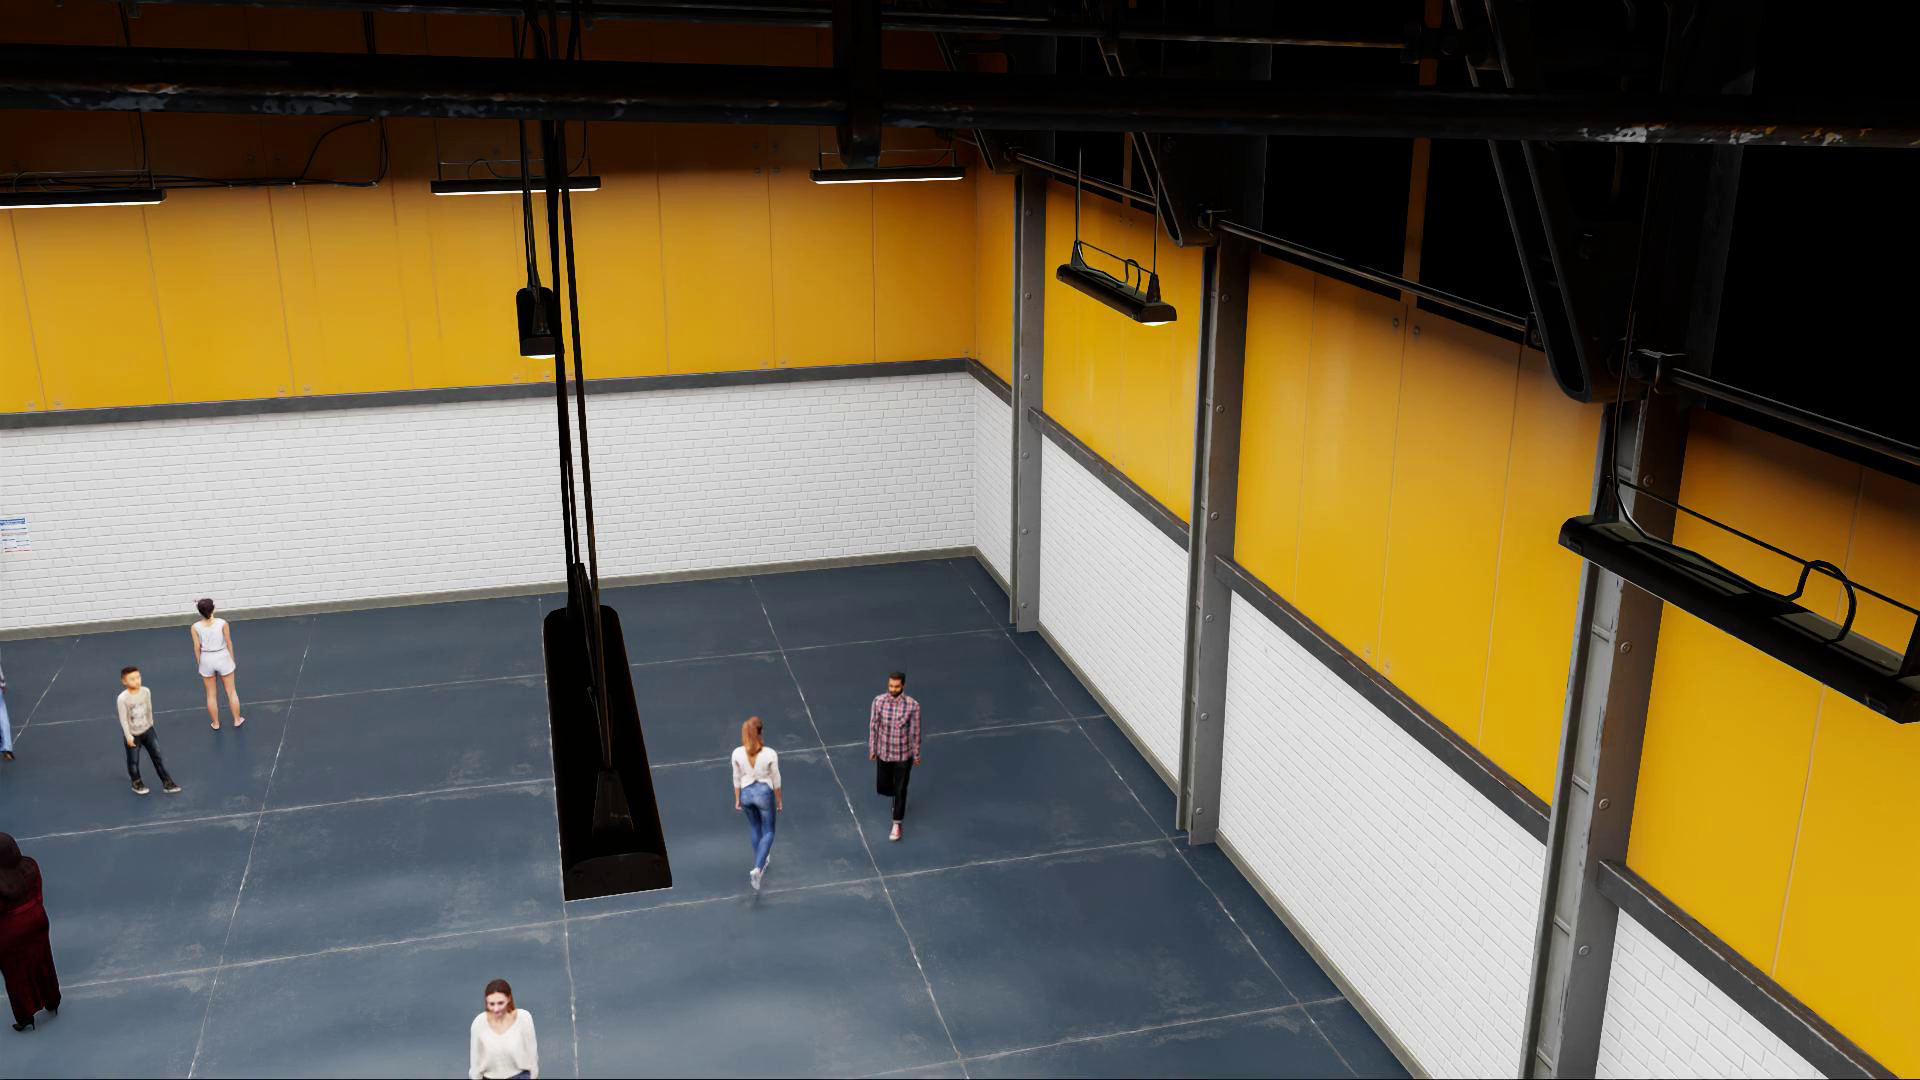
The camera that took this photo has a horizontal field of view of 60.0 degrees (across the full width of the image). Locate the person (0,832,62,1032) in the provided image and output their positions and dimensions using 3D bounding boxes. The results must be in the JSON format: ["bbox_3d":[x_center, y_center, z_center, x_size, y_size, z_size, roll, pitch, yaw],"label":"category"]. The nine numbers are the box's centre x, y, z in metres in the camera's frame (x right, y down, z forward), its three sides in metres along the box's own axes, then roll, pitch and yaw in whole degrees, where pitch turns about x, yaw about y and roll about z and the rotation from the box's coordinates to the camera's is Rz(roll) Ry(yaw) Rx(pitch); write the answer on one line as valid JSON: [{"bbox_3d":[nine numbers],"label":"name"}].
[{"bbox_3d":[-7.751,3.202,13.701,0.831,1.757,0.746,8,20,21],"label":"person"}]

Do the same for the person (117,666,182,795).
[{"bbox_3d":[-8.785,2.028,17.680,0.932,1.442,0.850,13,22,33],"label":"person"}]

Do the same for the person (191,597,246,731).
[{"bbox_3d":[-8.607,1.421,19.235,0.578,1.601,0.561,-6,20,-18],"label":"person"}]

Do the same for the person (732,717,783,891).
[{"bbox_3d":[-1.936,2.516,15.825,0.867,1.702,1.081,2,19,7],"label":"person"}]

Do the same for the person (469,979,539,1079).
[{"bbox_3d":[-3.253,3.854,11.934,0.706,1.649,1.091,-2,19,-7],"label":"person"}]

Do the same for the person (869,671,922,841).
[{"bbox_3d":[-0.642,2.130,16.904,0.937,1.744,1.056,4,19,11],"label":"person"}]
